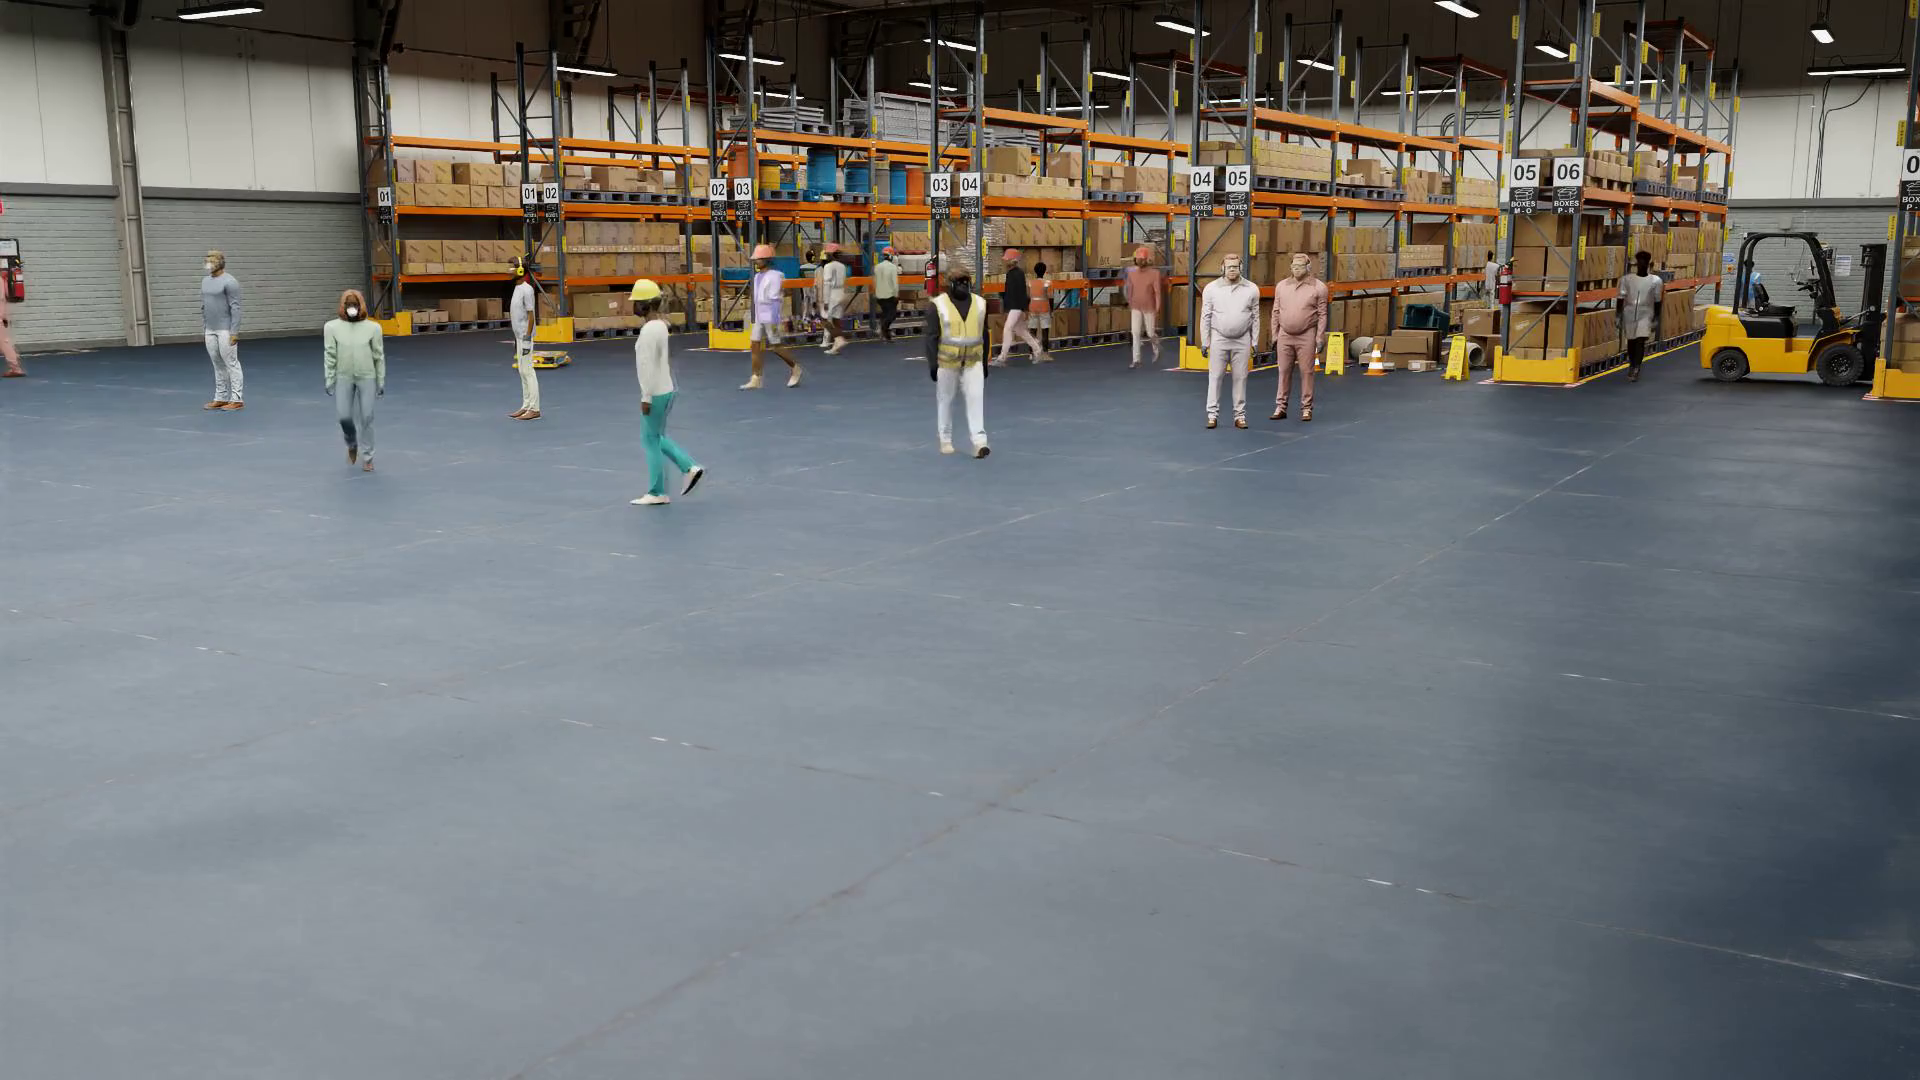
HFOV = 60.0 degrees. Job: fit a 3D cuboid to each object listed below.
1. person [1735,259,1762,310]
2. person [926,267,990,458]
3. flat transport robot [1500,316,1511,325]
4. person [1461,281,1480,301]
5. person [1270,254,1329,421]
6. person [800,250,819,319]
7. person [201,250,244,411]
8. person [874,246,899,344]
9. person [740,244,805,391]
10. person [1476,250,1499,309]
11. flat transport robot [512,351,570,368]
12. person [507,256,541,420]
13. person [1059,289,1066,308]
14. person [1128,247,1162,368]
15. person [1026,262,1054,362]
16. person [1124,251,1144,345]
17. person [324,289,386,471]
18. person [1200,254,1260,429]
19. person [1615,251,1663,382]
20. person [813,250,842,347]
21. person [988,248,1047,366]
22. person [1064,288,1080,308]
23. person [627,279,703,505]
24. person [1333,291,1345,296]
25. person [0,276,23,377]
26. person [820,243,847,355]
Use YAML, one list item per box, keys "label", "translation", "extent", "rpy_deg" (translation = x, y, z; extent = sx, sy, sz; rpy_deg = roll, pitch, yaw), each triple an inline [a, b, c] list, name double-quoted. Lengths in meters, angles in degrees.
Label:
- label: "person"
  translation: [17.454, -5.376, 36.826]
  extent: [0.547, 1.679, 0.412]
  rpy_deg: [5, 11, 24]
- label: "person"
  translation: [0.005, -1.672, 15.755]
  extent: [0.658, 1.790, 0.950]
  rpy_deg: [-3, 11, -16]
- label: "flat transport robot"
  translation: [13.307, -5.392, 40.848]
  extent: [0.652, 0.197, 1.431]
  rpy_deg: [2, 10, 12]
- label: "person"
  translation: [12.815, -6.386, 41.904]
  extent: [0.976, 1.876, 0.630]
  rpy_deg: [0, 10, 2]
- label: "person"
  translation: [3.856, -2.309, 19.019]
  extent: [0.639, 1.903, 0.406]
  rpy_deg: [5, 11, 27]
- label: "person"
  translation: [-3.253, -5.352, 36.146]
  extent: [0.513, 1.872, 0.331]
  rpy_deg: [5, 11, 27]
- label: "person"
  translation: [-8.962, -2.532, 20.157]
  extent: [0.636, 1.939, 0.362]
  rpy_deg: [6, 12, 30]
- label: "person"
  translation: [-1.485, -4.905, 33.358]
  extent: [0.623, 1.970, 0.582]
  rpy_deg: [8, 13, 38]
- label: "person"
  translation: [-2.601, -3.079, 23.029]
  extent: [0.936, 2.017, 0.614]
  rpy_deg: [-8, 13, -39]
- label: "person"
  translation: [12.459, -5.902, 39.269]
  extent: [0.510, 1.860, 0.333]
  rpy_deg: [2, 10, 14]
- label: "flat transport robot"
  translation: [-6.851, -2.963, 27.244]
  extent: [0.652, 0.197, 1.431]
  rpy_deg: [0, 10, -2]
- label: "person"
  translation: [-5.037, -2.315, 19.129]
  extent: [0.328, 1.873, 0.521]
  rpy_deg: [-5, 11, -28]
- label: "person"
  translation: [2.635, -6.095, 40.391]
  extent: [0.625, 1.844, 0.429]
  rpy_deg: [8, 13, 37]
- label: "person"
  translation: [3.031, -3.795, 27.143]
  extent: [0.619, 1.974, 0.809]
  rpy_deg: [6, 12, 29]
- label: "person"
  translation: [1.374, -3.900, 28.488]
  extent: [0.538, 1.700, 0.317]
  rpy_deg: [5, 11, 27]
- label: "person"
  translation: [3.476, -4.769, 32.810]
  extent: [0.593, 1.903, 0.746]
  rpy_deg: [6, 12, 31]
- label: "person"
  translation: [-5.374, -1.415, 14.786]
  extent: [0.525, 1.619, 0.371]
  rpy_deg: [-3, 11, -18]
- label: "person"
  translation: [2.956, -2.164, 18.189]
  extent: [0.655, 1.906, 0.407]
  rpy_deg: [0, 10, 1]
- label: "person"
  translation: [10.060, -3.318, 24.633]
  extent: [0.599, 1.925, 1.030]
  rpy_deg: [6, 12, 32]
- label: "person"
  translation: [-2.557, -4.747, 32.659]
  extent: [0.580, 1.906, 0.814]
  rpy_deg: [6, 12, 32]
- label: "person"
  translation: [0.976, -3.857, 27.560]
  extent: [0.994, 1.962, 0.617]
  rpy_deg: [-3, 10, -14]
- label: "person"
  translation: [2.680, -5.974, 39.740]
  extent: [0.393, 1.836, 0.572]
  rpy_deg: [-8, 13, -37]
- label: "person"
  translation: [-2.319, -1.131, 12.844]
  extent: [0.467, 1.755, 0.525]
  rpy_deg: [0, 10, -1]
- label: "person"
  translation: [8.932, -5.897, 39.368]
  extent: [0.456, 1.815, 0.661]
  rpy_deg: [-10, 14, -44]
- label: "person"
  translation: [-14.692, -3.368, 25.063]
  extent: [0.980, 1.851, 0.674]
  rpy_deg: [-2, 10, -11]
- label: "person"
  translation: [-2.290, -4.344, 30.048]
  extent: [0.439, 2.030, 0.642]
  rpy_deg: [6, 12, 29]
